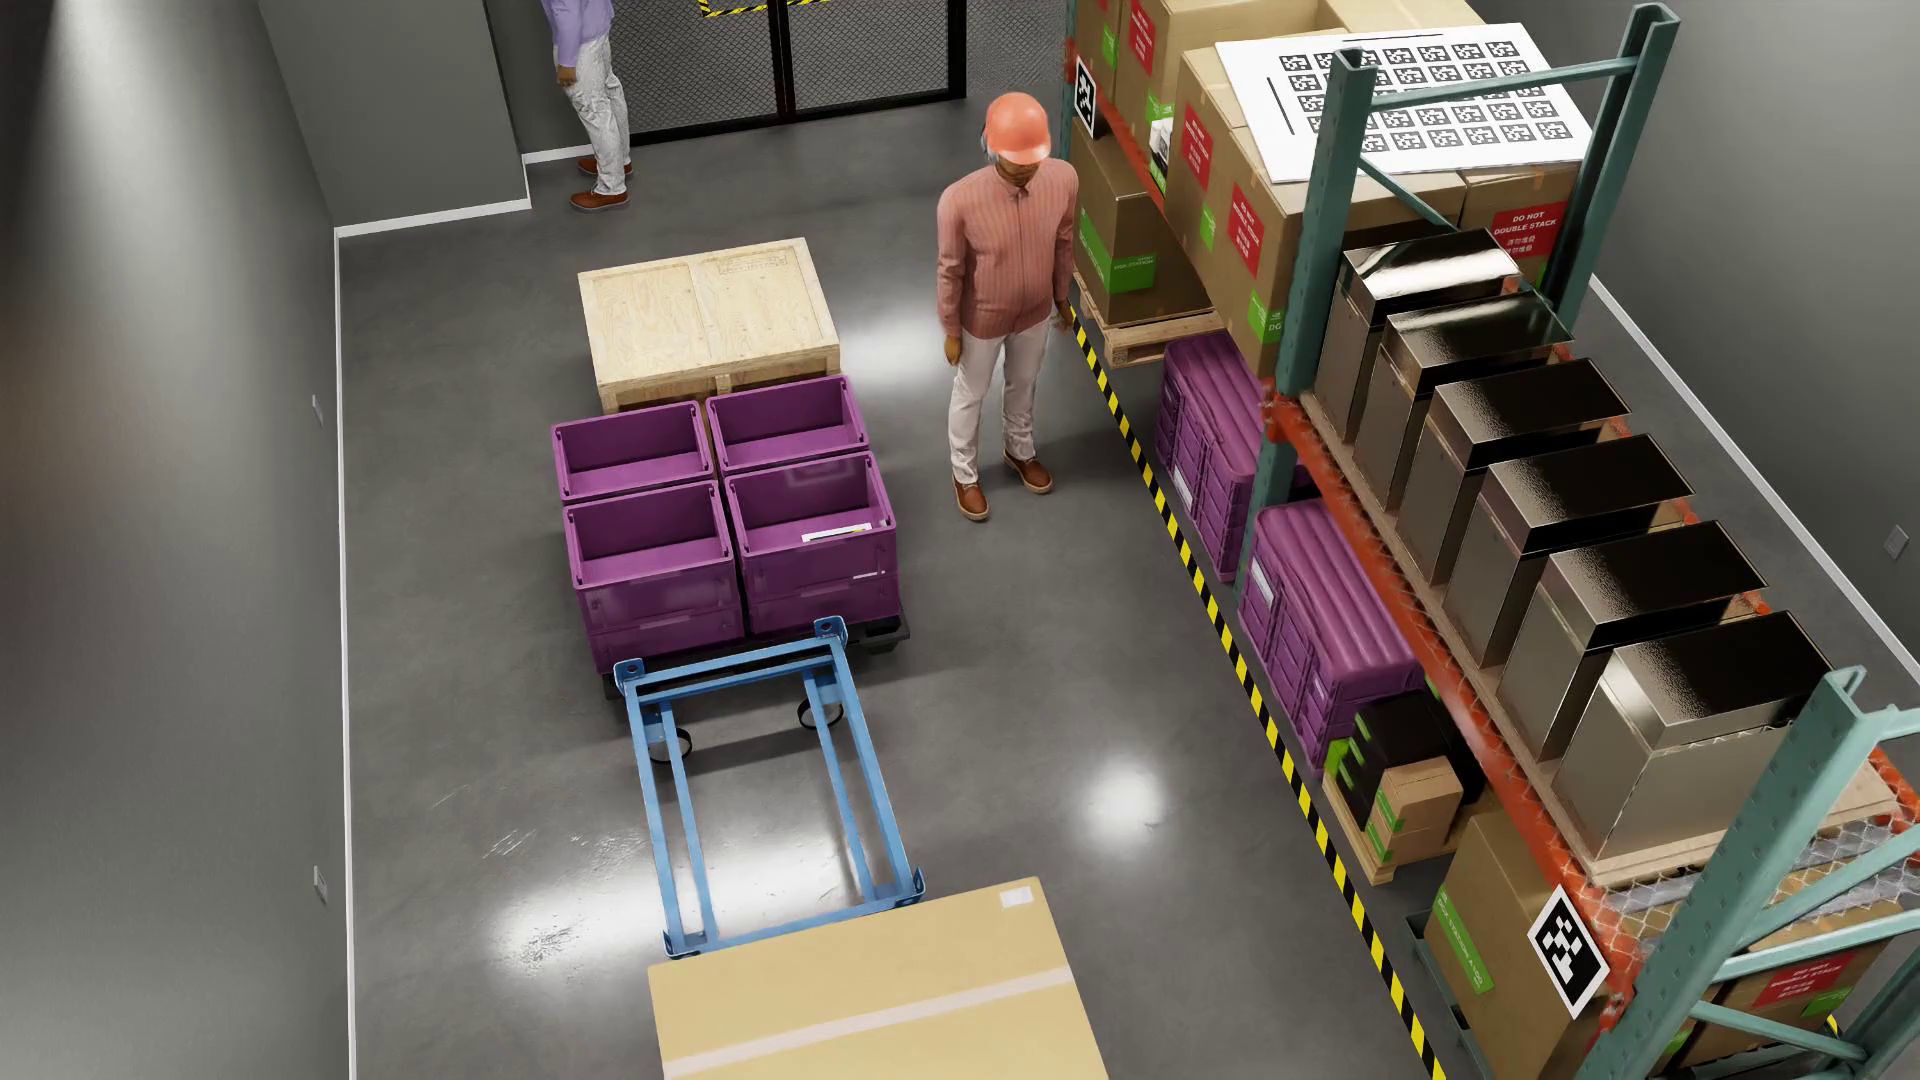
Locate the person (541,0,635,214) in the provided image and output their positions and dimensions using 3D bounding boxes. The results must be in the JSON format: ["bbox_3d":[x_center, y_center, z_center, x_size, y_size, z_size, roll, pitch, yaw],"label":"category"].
[{"bbox_3d":[-1.888,-2.519,8.200,0.366,1.939,0.635,1,47,1],"label":"person"}]

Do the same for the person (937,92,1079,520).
[{"bbox_3d":[0.197,-0.925,6.697,0.613,1.995,0.391,-20,51,-18],"label":"person"}]
